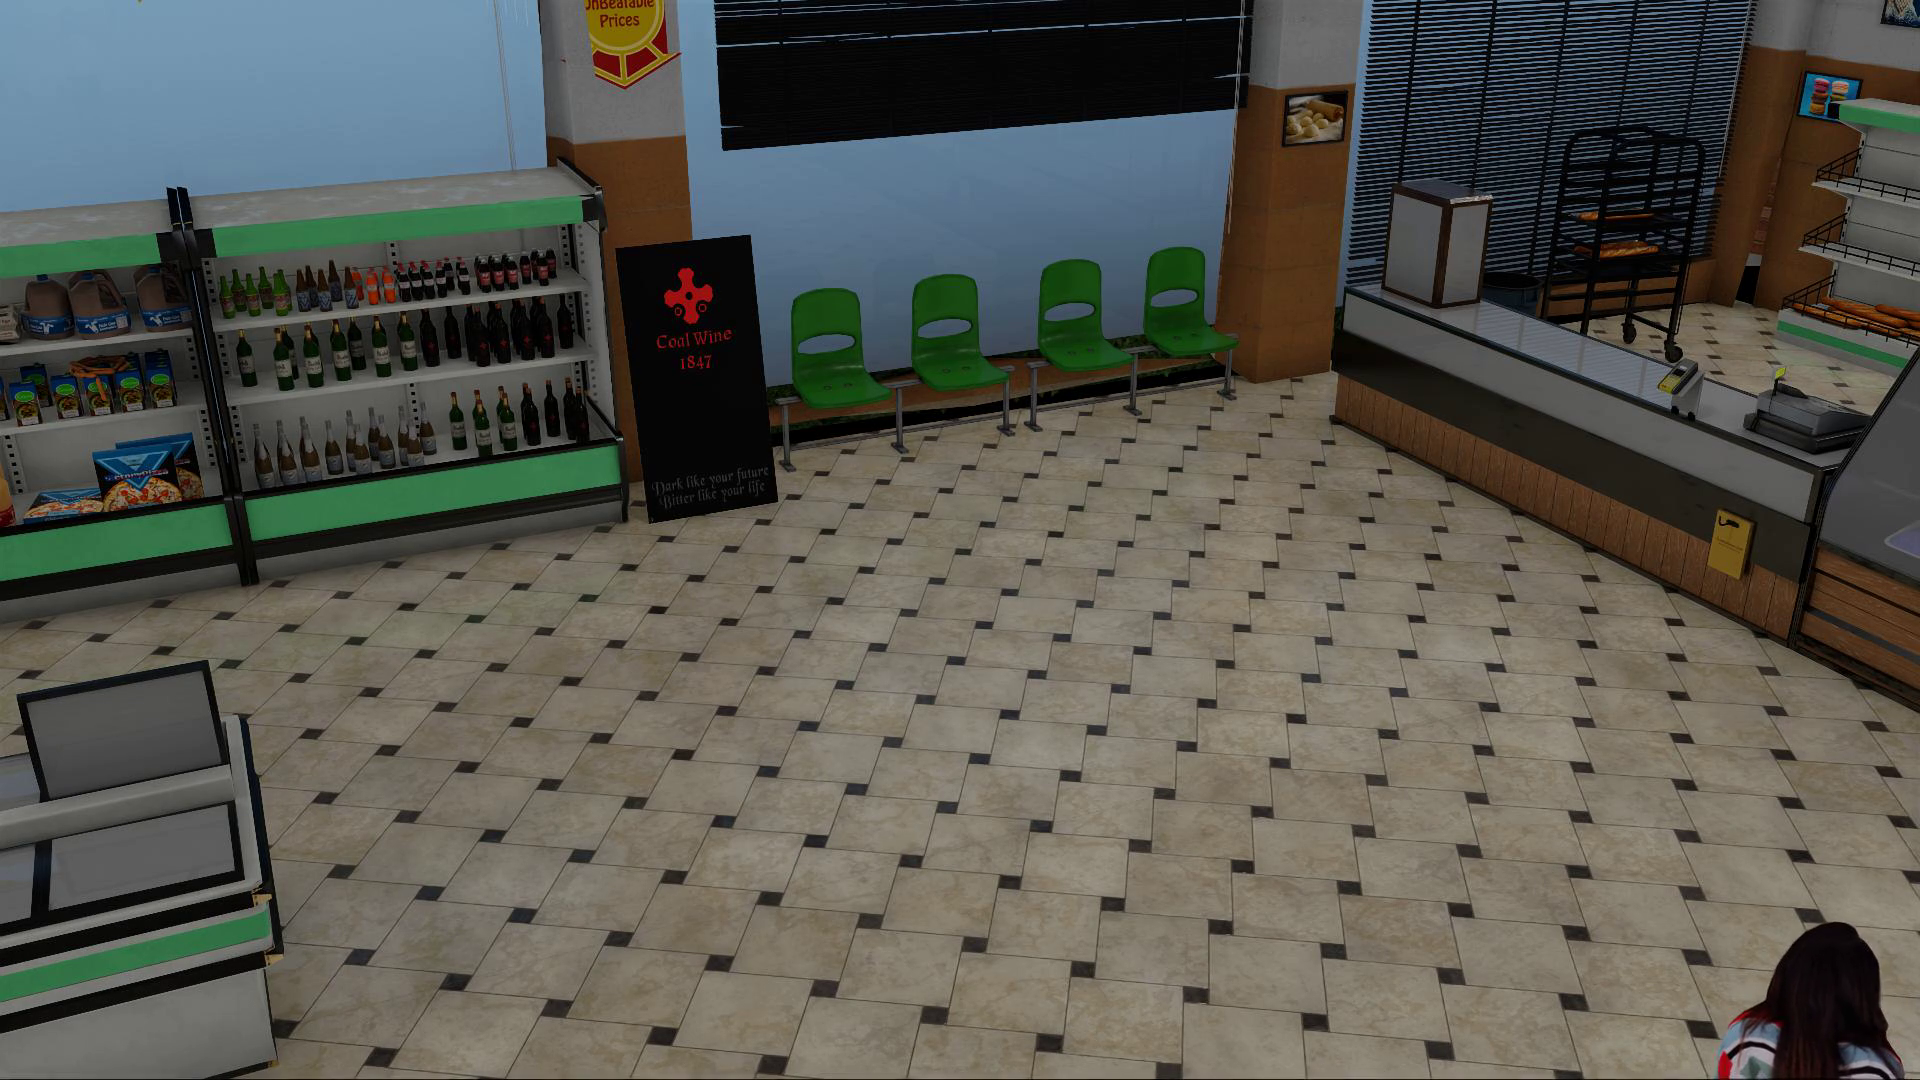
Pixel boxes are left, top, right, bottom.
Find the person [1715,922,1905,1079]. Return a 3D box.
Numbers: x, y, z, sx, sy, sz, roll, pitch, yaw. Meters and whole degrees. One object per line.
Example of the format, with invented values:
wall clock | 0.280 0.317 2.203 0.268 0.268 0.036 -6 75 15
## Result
person | 2.105 1.680 4.275 0.660 1.611 0.716 9 25 19
